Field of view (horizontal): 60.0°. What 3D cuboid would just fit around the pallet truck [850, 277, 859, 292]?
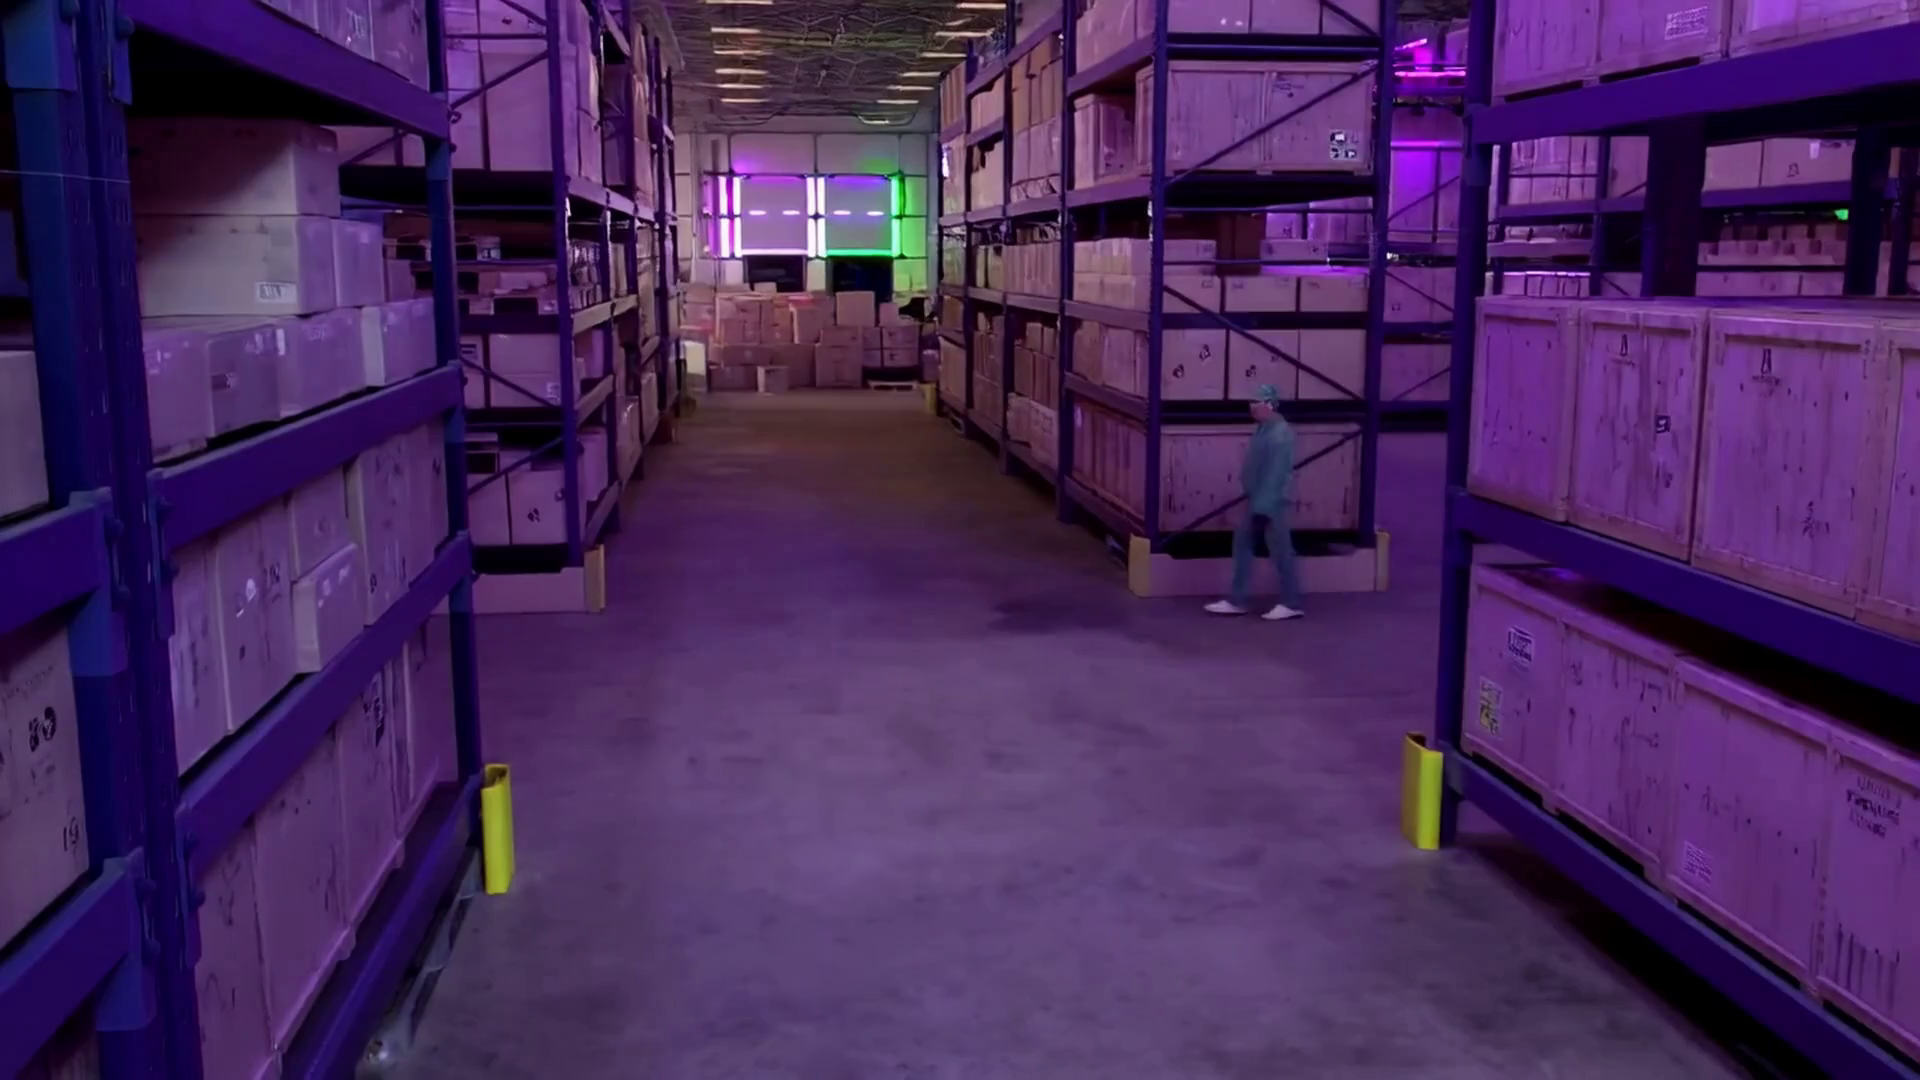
[{"bbox_3d":[-3.782,-9.391,65.808,1.885,1.965,0.823,2,10,10],"label":"pallet truck"}]

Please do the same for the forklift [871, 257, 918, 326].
[{"bbox_3d":[-2.263,-6.937,48.952,1.873,2.768,1.129,-6,11,-31],"label":"forklift"}]

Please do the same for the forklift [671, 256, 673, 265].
[{"bbox_3d":[-11.044,-9.144,61.803,1.129,2.768,1.873,-1,10,-7],"label":"forklift"}]

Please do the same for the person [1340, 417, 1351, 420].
[{"bbox_3d":[4.046,-1.052,18.170,0.330,1.687,0.576,-7,12,-37],"label":"person"}]

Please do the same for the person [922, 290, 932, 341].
[{"bbox_3d":[-1.083,-7.521,55.793,0.317,1.695,0.540,-4,11,-22],"label":"person"}]

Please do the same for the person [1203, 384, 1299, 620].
[{"bbox_3d":[2.320,-0.290,13.153,0.854,1.873,0.670,-1,10,-5],"label":"person"}]
